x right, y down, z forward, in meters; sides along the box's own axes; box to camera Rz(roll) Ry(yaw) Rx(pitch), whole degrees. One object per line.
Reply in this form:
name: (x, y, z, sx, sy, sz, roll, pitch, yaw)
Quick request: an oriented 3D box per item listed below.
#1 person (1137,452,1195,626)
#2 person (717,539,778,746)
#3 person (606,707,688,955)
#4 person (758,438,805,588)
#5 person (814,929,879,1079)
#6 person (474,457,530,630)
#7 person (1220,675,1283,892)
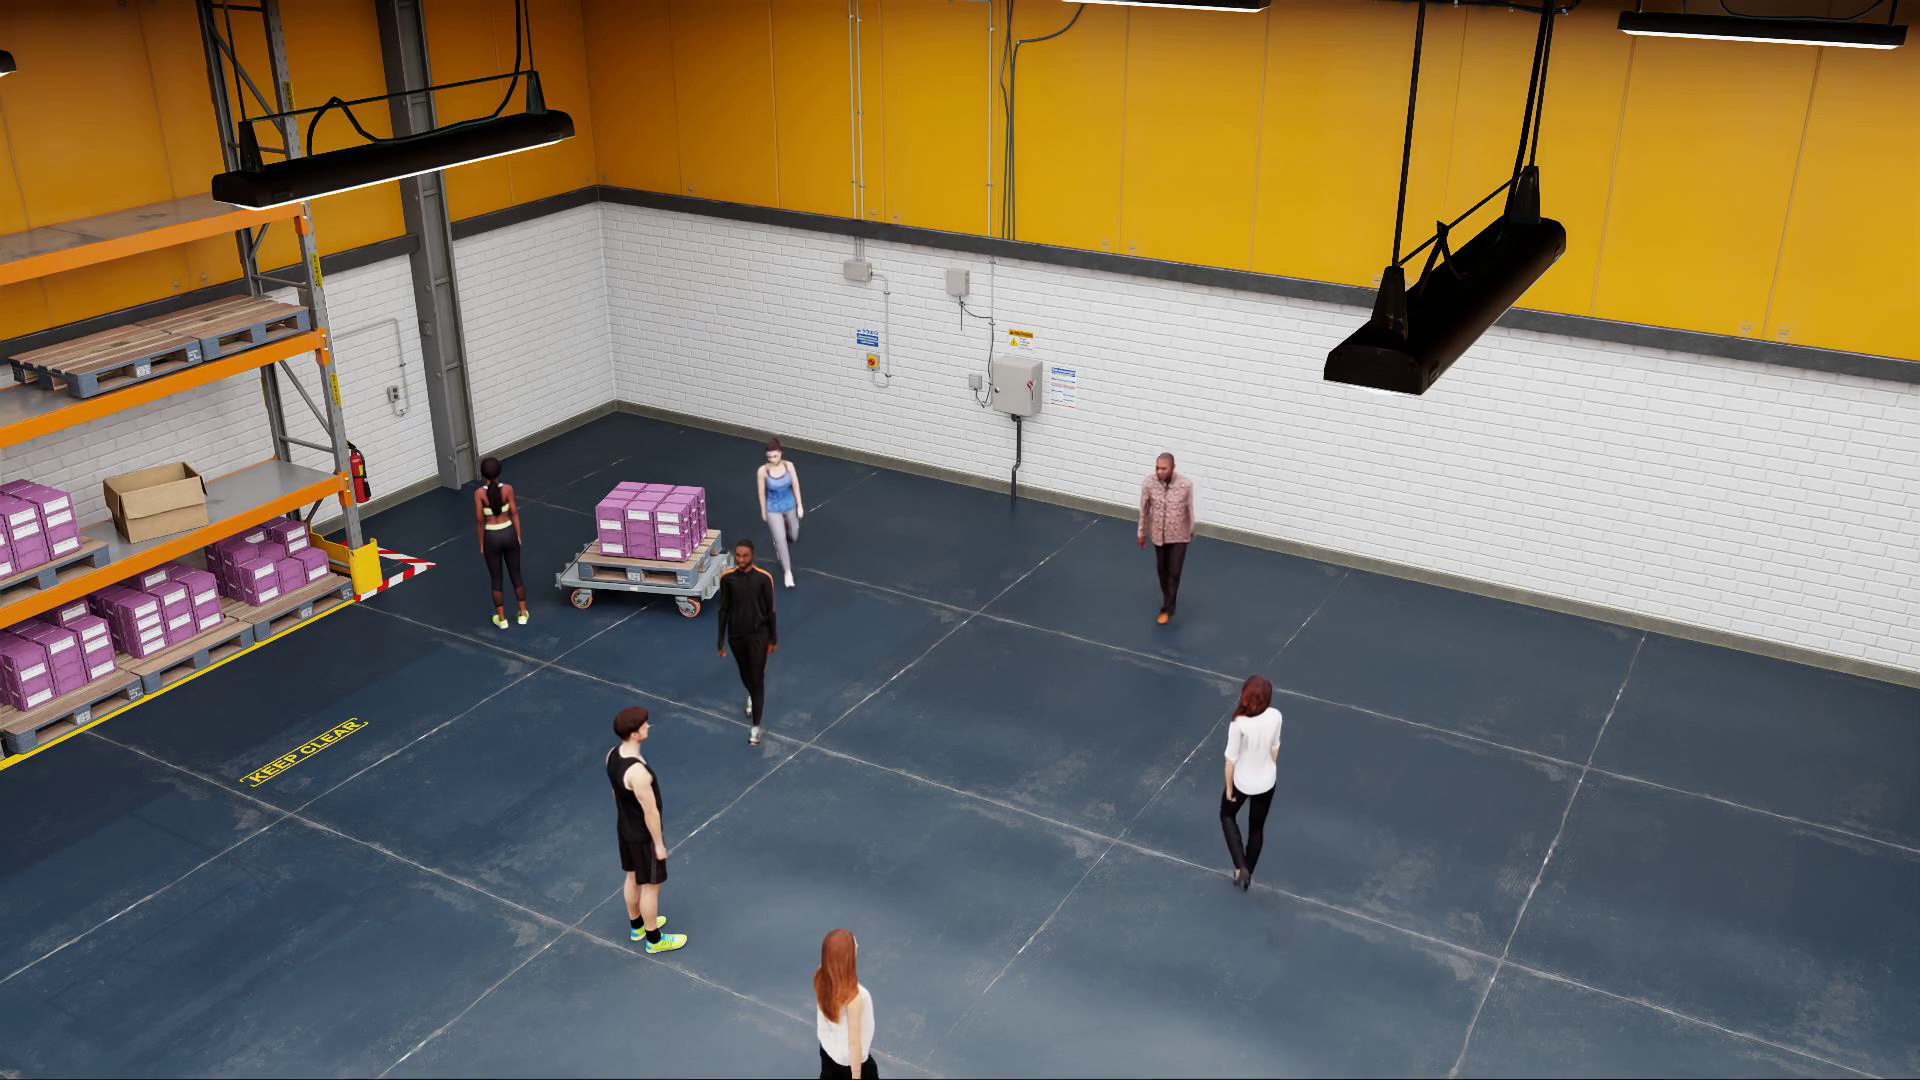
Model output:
person: (2.115, -0.085, 16.548, 0.813, 1.752, 1.183, 7, 25, 15)
person: (-1.836, 0.809, 14.494, 0.959, 1.759, 1.247, 2, 24, 4)
person: (-2.227, 2.013, 11.574, 0.723, 1.892, 0.750, -18, 29, -35)
person: (-1.872, -0.323, 17.301, 0.967, 1.585, 0.986, -11, 26, -24)
person: (-0.738, 2.998, 9.566, 1.130, 1.695, 0.852, -18, 29, -35)
person: (-4.503, 0.022, 16.301, 0.613, 1.753, 0.701, -11, 26, -23)
person: (2.161, 1.831, 12.125, 0.769, 1.785, 0.828, -5, 24, -12)
